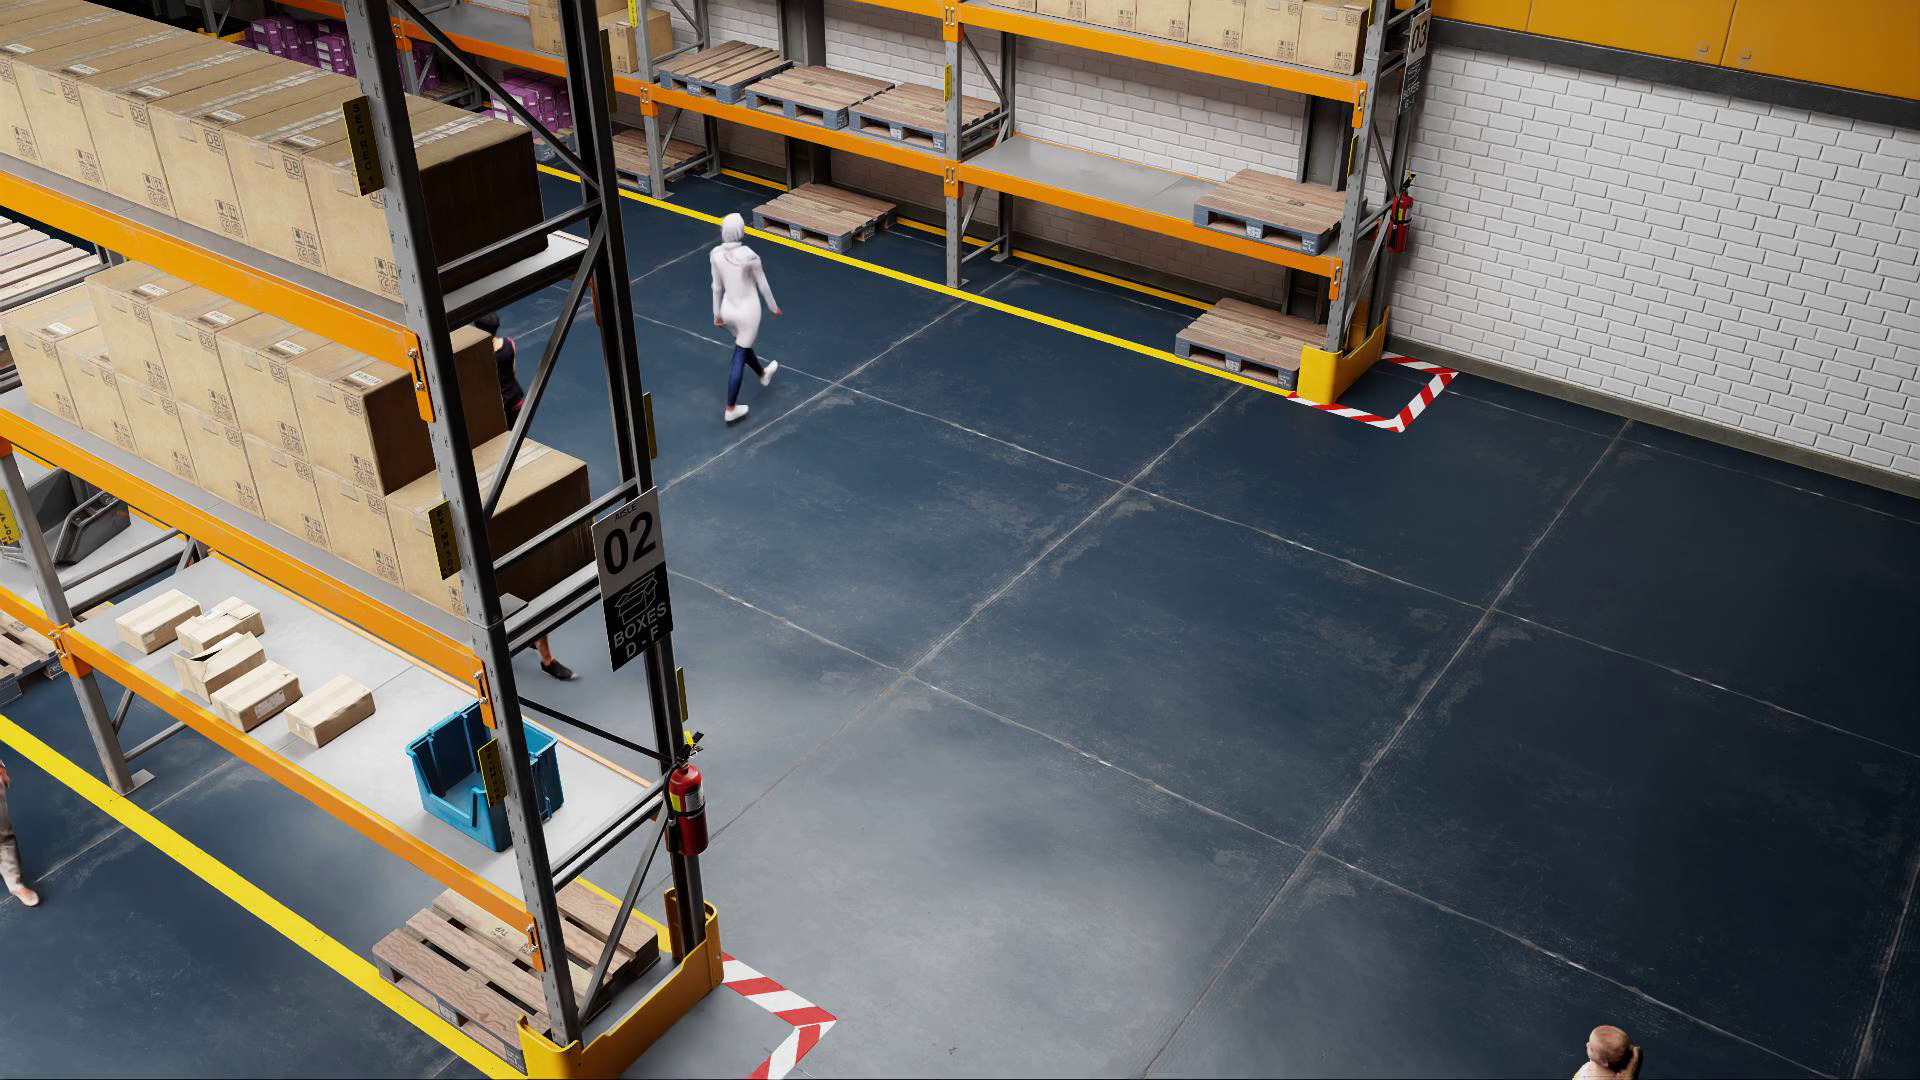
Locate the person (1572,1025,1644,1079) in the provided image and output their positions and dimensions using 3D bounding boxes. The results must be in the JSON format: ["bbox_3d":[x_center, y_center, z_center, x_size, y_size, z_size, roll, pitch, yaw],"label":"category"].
[{"bbox_3d":[2.904,2.679,7.545,0.627,1.272,0.494,21,39,28],"label":"person"}]

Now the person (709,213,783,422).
[{"bbox_3d":[-1.880,-1.808,13.883,1.088,1.729,0.779,17,37,24],"label":"person"}]

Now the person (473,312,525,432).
[{"bbox_3d":[-3.520,-1.061,12.929,0.605,1.541,0.566,28,43,35],"label":"person"}]
